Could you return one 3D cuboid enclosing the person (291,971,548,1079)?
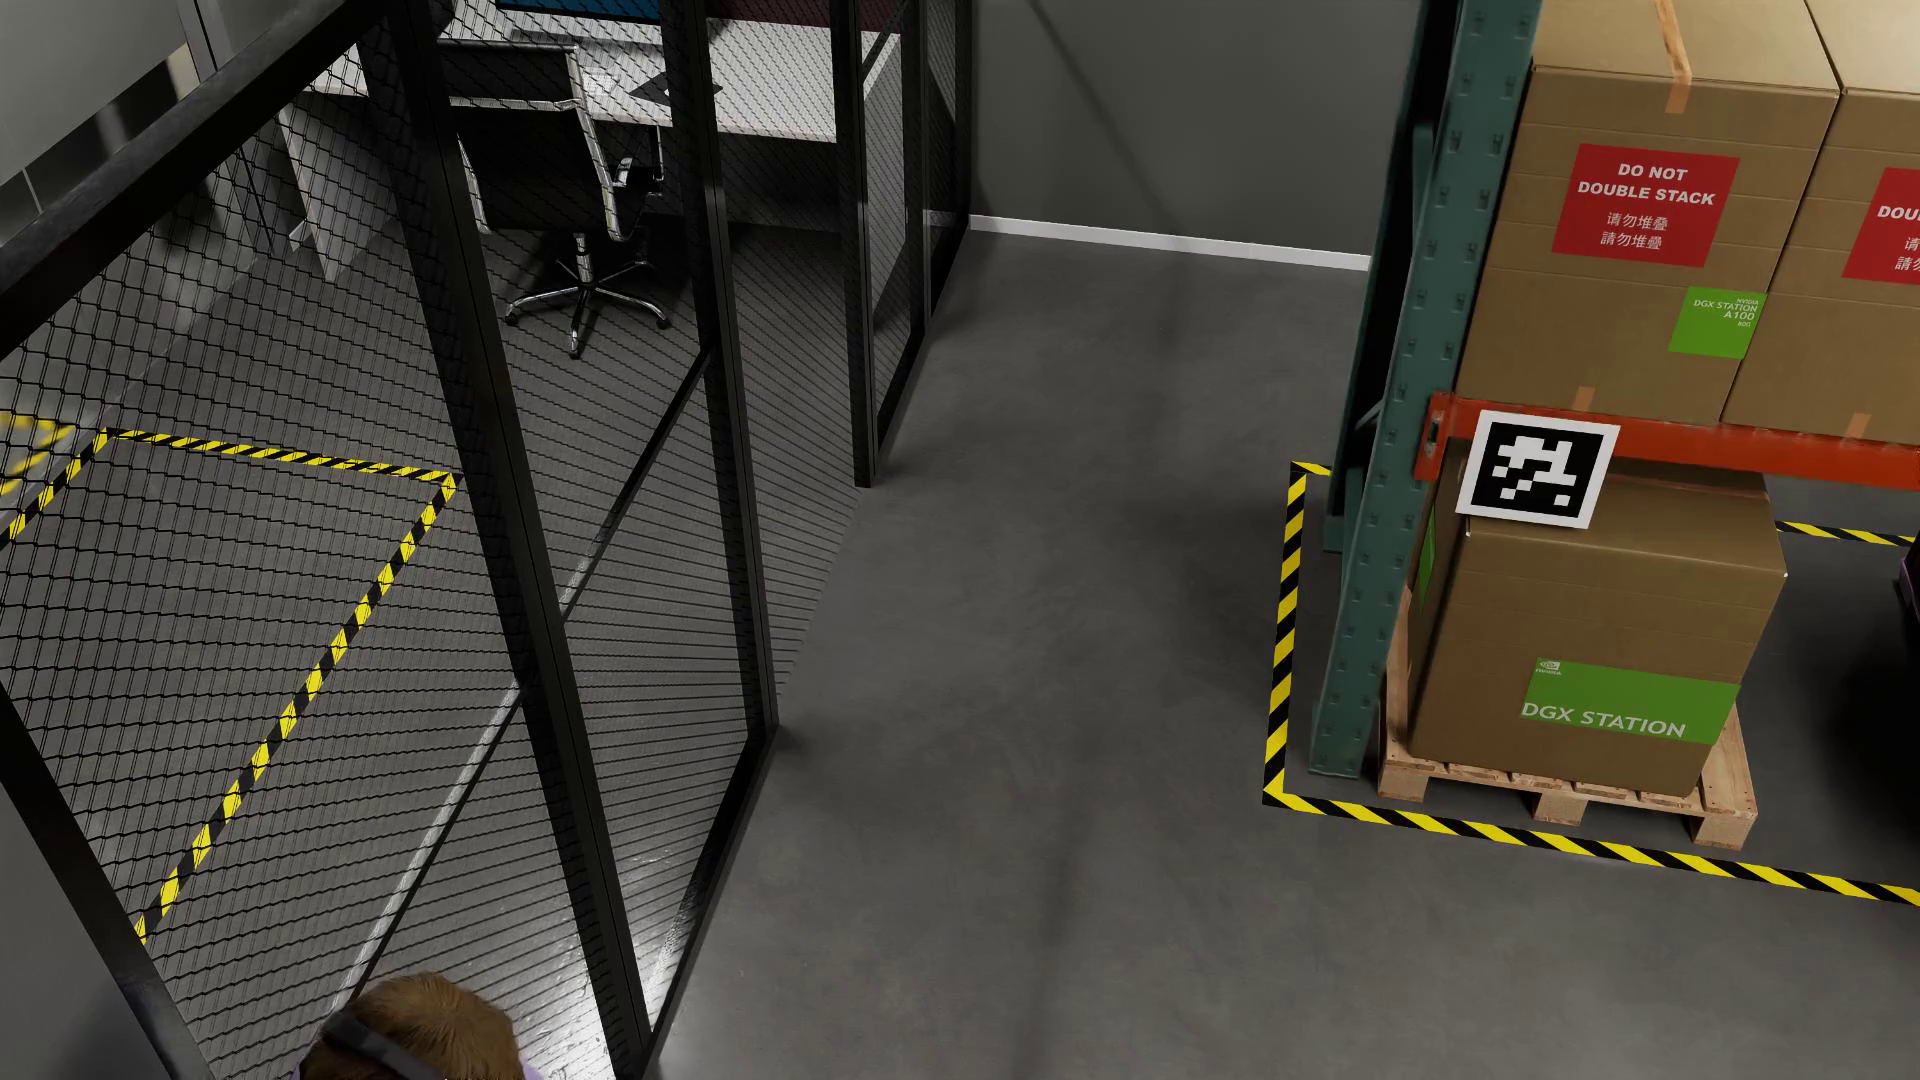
[{"bbox_3d":[-0.521,1.155,2.172,0.630,1.935,0.373,19,44,20],"label":"person"}]
